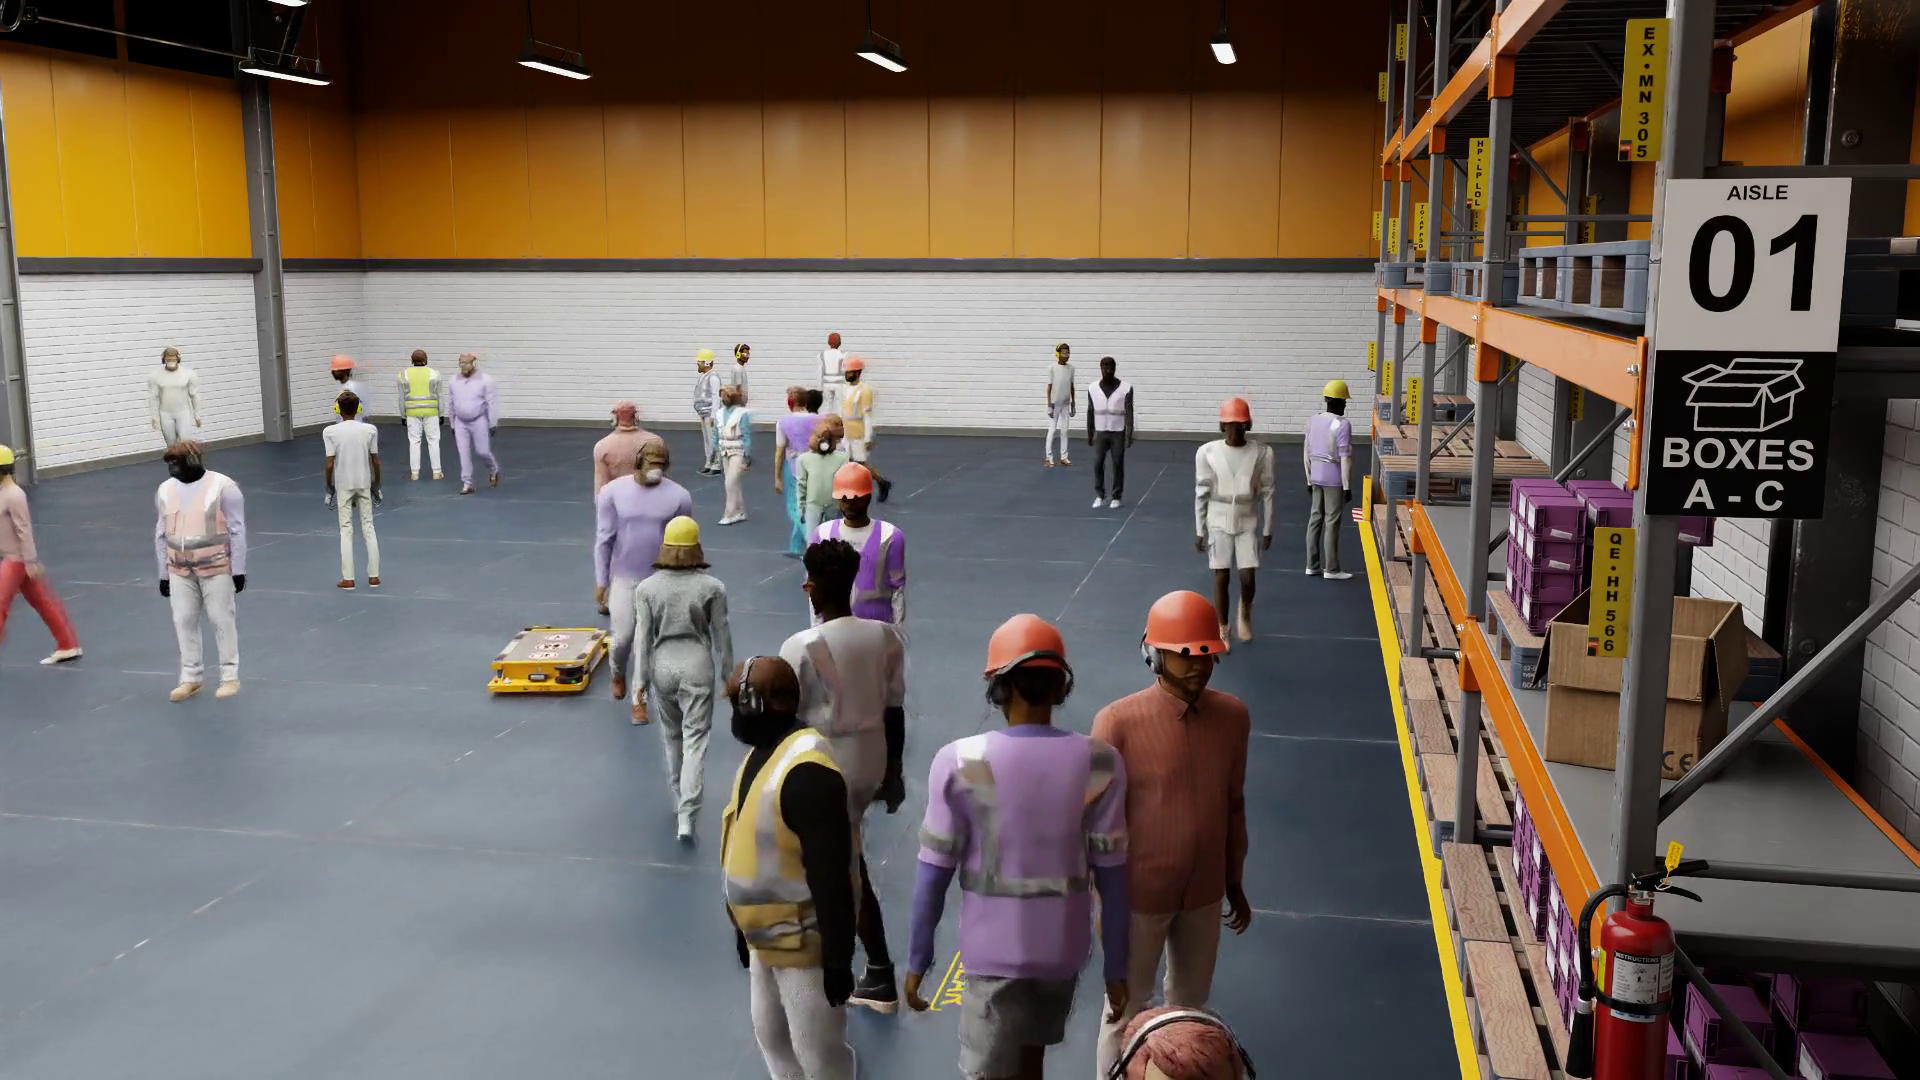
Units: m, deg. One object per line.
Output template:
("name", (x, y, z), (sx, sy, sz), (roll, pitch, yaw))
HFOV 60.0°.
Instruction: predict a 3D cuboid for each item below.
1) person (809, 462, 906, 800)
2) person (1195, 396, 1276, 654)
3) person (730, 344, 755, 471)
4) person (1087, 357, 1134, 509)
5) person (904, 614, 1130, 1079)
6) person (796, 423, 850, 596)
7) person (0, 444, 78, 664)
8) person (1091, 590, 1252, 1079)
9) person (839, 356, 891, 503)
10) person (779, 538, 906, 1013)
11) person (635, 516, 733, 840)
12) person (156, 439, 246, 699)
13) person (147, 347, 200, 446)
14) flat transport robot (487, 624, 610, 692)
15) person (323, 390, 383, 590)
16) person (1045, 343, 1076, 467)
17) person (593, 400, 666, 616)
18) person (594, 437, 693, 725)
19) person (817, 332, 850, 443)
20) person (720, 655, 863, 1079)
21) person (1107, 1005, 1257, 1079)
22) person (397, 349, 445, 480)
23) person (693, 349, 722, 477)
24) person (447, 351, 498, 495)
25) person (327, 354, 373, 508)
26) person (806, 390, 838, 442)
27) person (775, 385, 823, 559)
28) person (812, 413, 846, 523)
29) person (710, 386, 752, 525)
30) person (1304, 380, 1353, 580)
("person", (-0.584, 0.519, 9.398), (0.551, 1.934, 0.373), (1, 9, 6))
("person", (2.128, -0.109, 12.924), (0.617, 2.030, 0.476), (2, 10, 11))
("person", (-3.228, -1.957, 24.544), (0.332, 1.865, 0.520), (-2, 10, -10))
("person", (1.850, -1.315, 20.592), (0.628, 1.893, 0.638), (3, 10, 19))
("person", (0.206, 1.243, 4.888), (0.683, 1.991, 0.970), (-3, 10, -15))
("person", (-1.224, -0.249, 15.064), (0.493, 1.596, 0.800), (-2, 10, -9))
("person", (-7.077, 0.143, 12.339), (0.946, 1.716, 0.528), (-8, 12, -40))
("person", (0.701, 1.142, 5.467), (0.610, 1.996, 0.386), (-5, 11, -26))
("person", (-1.236, -1.326, 20.584), (0.717, 1.919, 0.549), (-7, 12, -38))
("person", (-0.585, 0.936, 6.936), (1.014, 1.910, 0.618), (8, 12, 40))
("person", (-1.478, 0.724, 8.900), (0.509, 1.695, 0.868), (0, 9, 2))
("person", (-5.307, 0.217, 11.627), (0.654, 1.832, 0.432), (1, 9, 6))
("person", (-10.751, -1.684, 22.769), (0.634, 1.911, 0.592), (-3, 10, -18))
("flat transport robot", (-3.019, 0.863, 12.330), (0.652, 0.197, 1.431), (0, 9, -3))
("person", (-5.681, -0.470, 15.559), (0.531, 1.870, 0.316), (-6, 11, -34))
("person", (1.516, -2.021, 24.956), (0.507, 1.859, 0.351), (-5, 11, -29))
("person", (-2.836, -0.252, 14.238), (0.667, 1.881, 0.776), (-5, 11, -27))
("person", (-2.113, 0.252, 11.109), (0.666, 1.908, 0.579), (-3, 10, -17))
("person", (-2.118, -2.566, 28.144), (0.584, 1.882, 0.337), (2, 10, 14))
("person", (-0.520, 1.278, 5.259), (0.433, 1.808, 0.736), (-4, 10, -25))
("person", (0.346, 1.641, 2.803), (0.658, 1.886, 0.747), (0, 9, -2))
("person", (-7.580, -1.765, 23.446), (0.626, 1.844, 0.429), (-2, 10, -13))
("person", (-3.610, -1.821, 23.814), (0.403, 1.830, 0.601), (-4, 10, -23))
("person", (-6.465, -1.569, 22.127), (0.653, 1.893, 0.671), (1, 9, 5))
("person", (-7.618, -1.359, 20.762), (0.466, 1.918, 0.563), (-4, 10, -21))
("person", (-1.651, -0.824, 18.304), (0.550, 1.649, 0.845), (-6, 11, -30))
("person", (-1.595, -0.661, 16.879), (0.571, 1.818, 0.803), (-8, 12, -39))
("person", (-1.284, -0.411, 15.929), (0.445, 1.614, 0.513), (-8, 12, -38))
("person", (-2.723, -0.971, 19.337), (0.538, 1.614, 0.685), (8, 12, 38))
("person", (3.576, -0.581, 16.056), (0.386, 1.926, 0.591), (-5, 11, -29))
